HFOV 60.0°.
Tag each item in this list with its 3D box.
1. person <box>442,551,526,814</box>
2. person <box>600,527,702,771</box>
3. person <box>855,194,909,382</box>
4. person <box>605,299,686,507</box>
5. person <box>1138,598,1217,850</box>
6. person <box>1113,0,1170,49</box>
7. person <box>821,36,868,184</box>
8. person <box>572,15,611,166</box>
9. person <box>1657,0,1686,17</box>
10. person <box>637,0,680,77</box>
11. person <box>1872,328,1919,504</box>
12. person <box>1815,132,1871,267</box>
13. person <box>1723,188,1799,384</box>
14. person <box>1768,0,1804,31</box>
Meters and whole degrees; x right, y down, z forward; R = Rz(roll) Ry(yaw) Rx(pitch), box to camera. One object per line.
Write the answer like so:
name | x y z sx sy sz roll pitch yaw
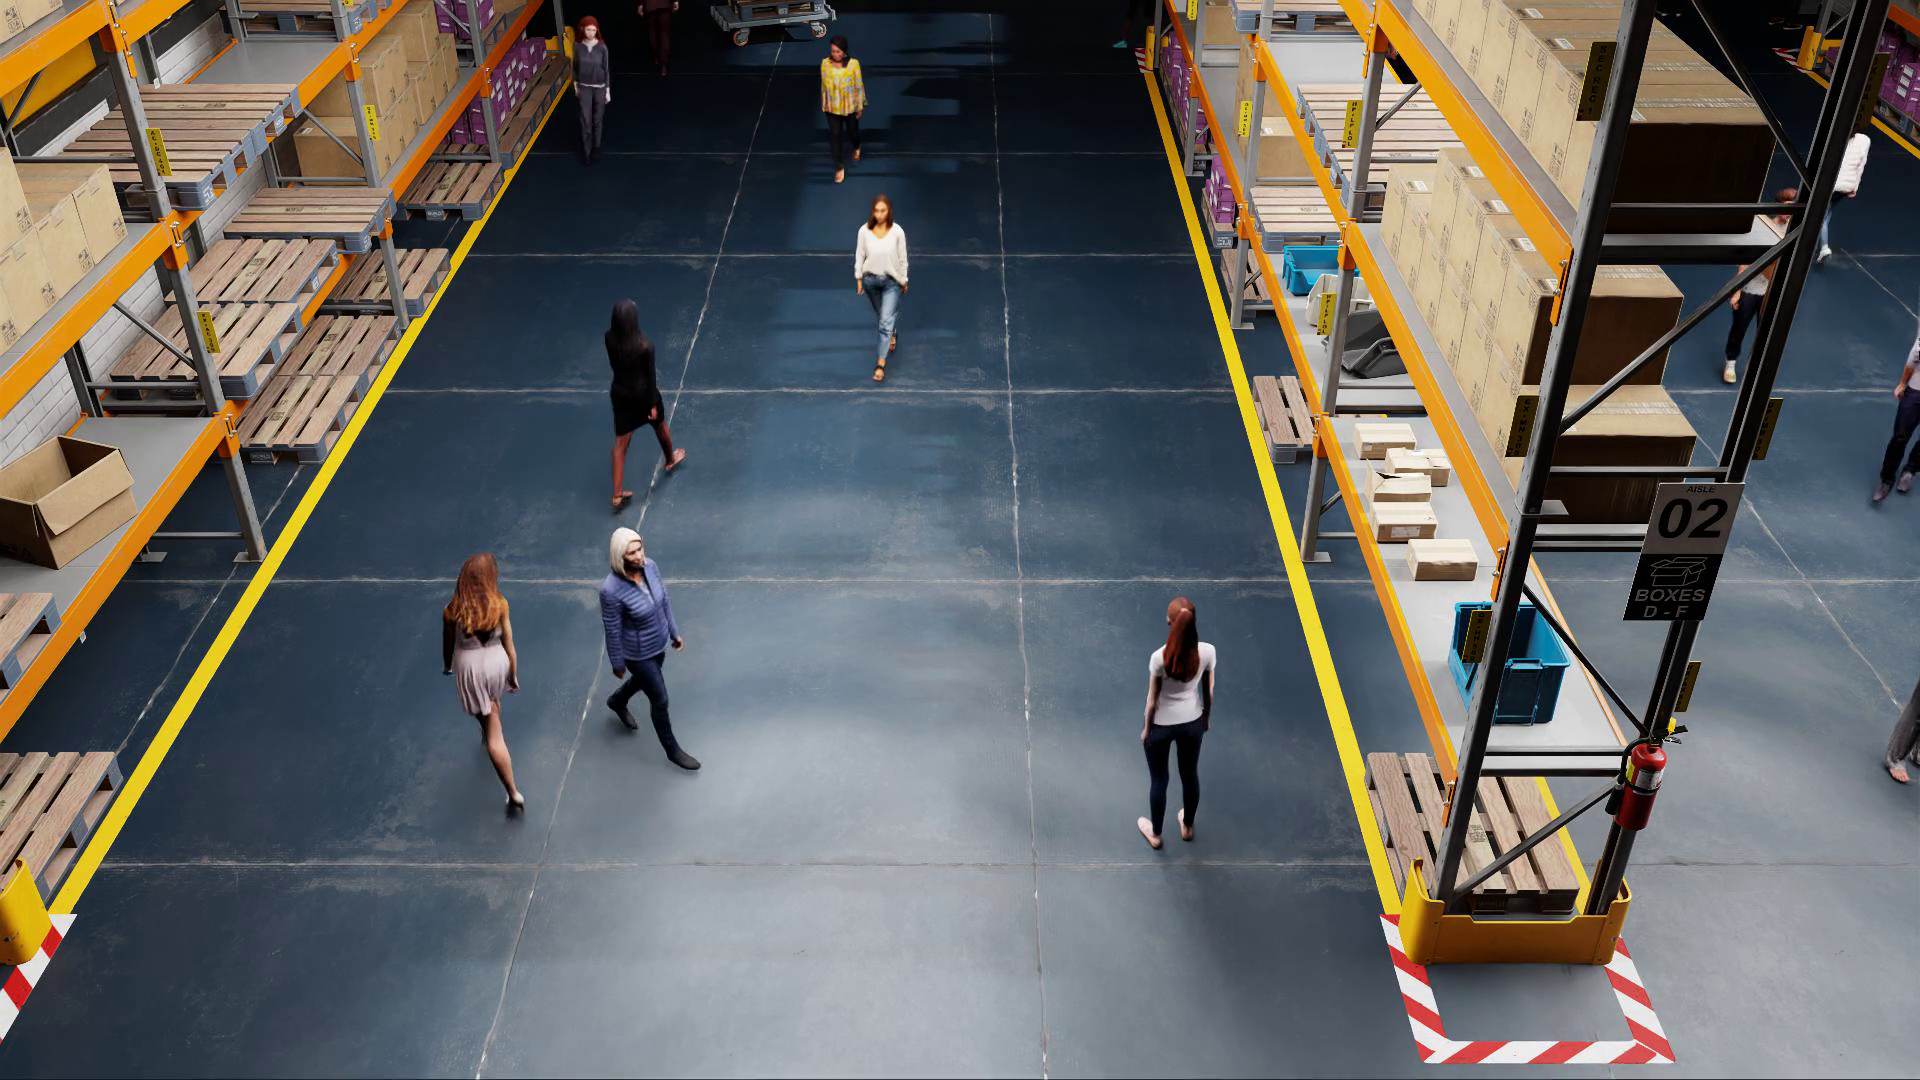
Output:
person | -2.848 0.929 10.104 0.944 1.710 1.211 -18 37 -24
person | -2.060 0.632 10.539 1.030 1.723 1.124 16 37 23
person | -0.682 -2.360 15.117 0.796 1.637 1.146 7 34 10
person | -2.621 -1.066 13.136 0.919 1.676 1.265 12 36 18
person | 1.273 1.094 9.831 0.613 1.737 0.586 -7 34 -10
person | 2.642 -7.618 22.990 0.946 1.680 1.087 -10 35 -15
person | -1.318 -4.964 19.035 0.763 1.638 0.970 4 34 6
person | -4.288 -5.240 19.348 0.643 1.750 0.703 0 34 0
person | 10.615 -8.468 24.463 0.564 1.465 0.520 3 34 4
person | -4.013 -7.093 22.058 0.810 1.838 1.075 -5 34 -7
person | 7.728 -1.195 13.200 0.923 1.820 1.018 19 38 26
person | 8.975 -3.609 17.021 0.689 1.611 1.052 3 34 4
person | 7.076 -2.259 14.753 0.765 1.872 0.908 7 34 10
person | 12.049 -8.327 23.870 0.846 1.887 0.729 -11 35 -16
